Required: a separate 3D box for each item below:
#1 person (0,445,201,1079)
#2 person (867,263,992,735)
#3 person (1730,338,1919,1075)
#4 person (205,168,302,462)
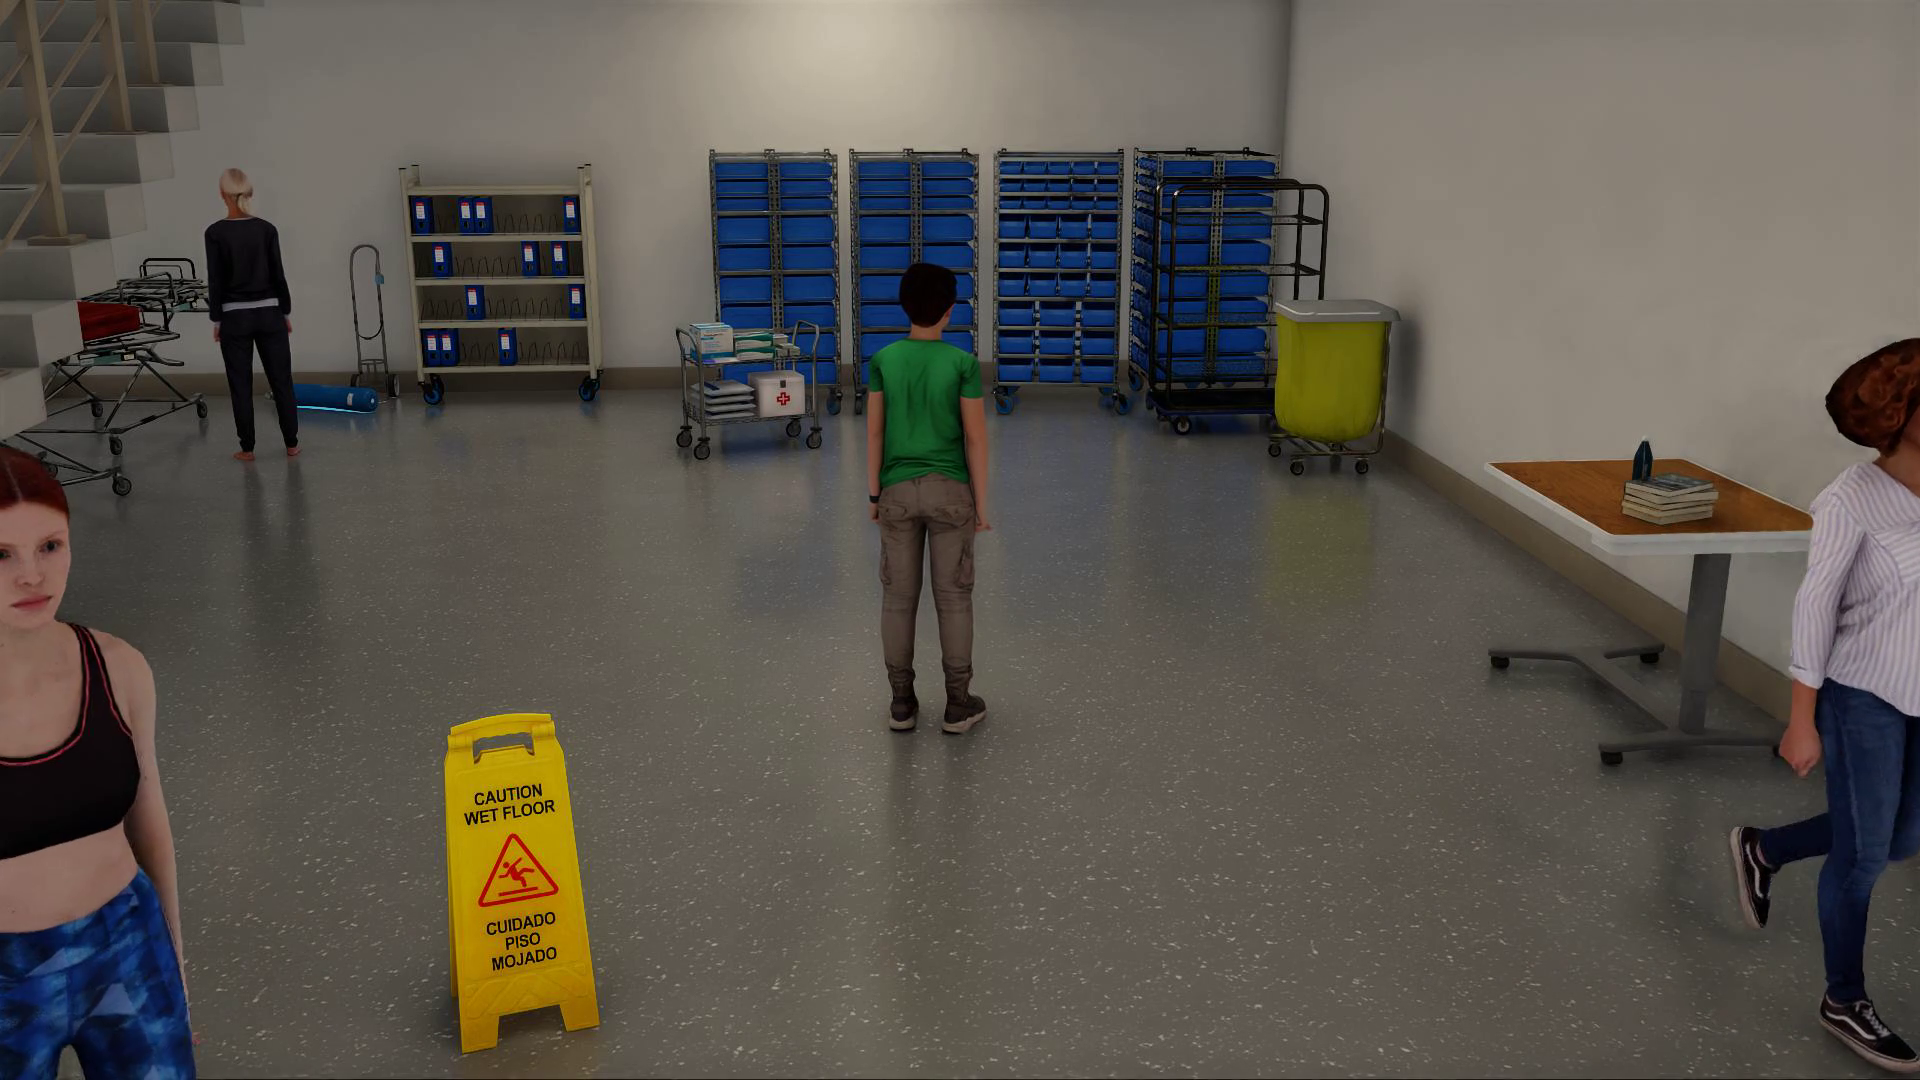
[{"bbox_3d":[-1.388,0.736,2.499,1.107,1.759,0.990,15,21,42],"label":"person"},{"bbox_3d":[-0.118,-0.143,5.815,0.640,1.651,0.622,3,16,11],"label":"person"},{"bbox_3d":[2.151,0.349,3.996,0.766,1.692,1.017,-4,16,-15],"label":"person"},{"bbox_3d":[-4.247,-1.351,9.962,0.687,1.727,0.675,-10,18,-31],"label":"person"}]
